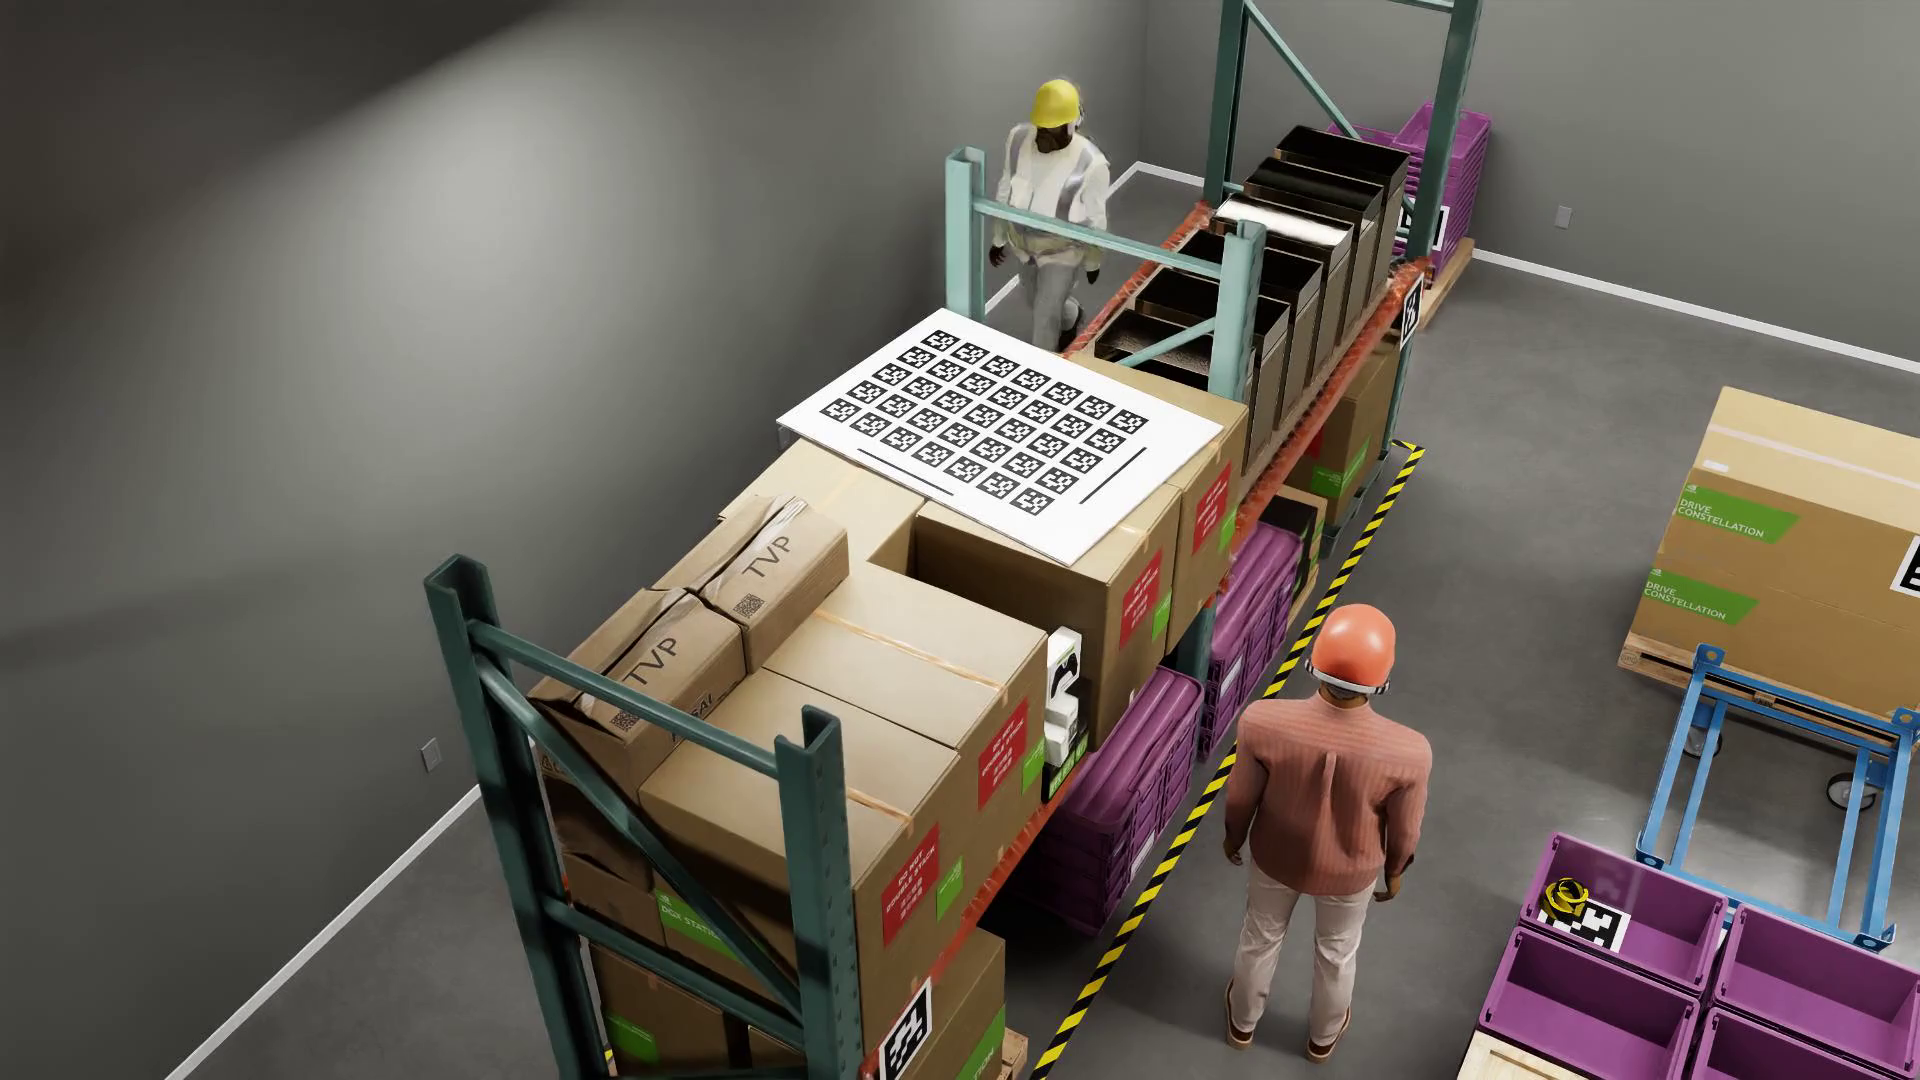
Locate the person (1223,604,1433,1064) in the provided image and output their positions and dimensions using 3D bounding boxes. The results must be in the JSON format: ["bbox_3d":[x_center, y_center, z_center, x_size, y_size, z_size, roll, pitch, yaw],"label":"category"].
[{"bbox_3d":[1.149,0.987,5.376,0.610,1.996,0.378,11,41,12],"label":"person"}]

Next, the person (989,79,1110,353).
[{"bbox_3d":[0.487,-1.561,8.566,0.591,1.801,0.839,27,47,28],"label":"person"}]
